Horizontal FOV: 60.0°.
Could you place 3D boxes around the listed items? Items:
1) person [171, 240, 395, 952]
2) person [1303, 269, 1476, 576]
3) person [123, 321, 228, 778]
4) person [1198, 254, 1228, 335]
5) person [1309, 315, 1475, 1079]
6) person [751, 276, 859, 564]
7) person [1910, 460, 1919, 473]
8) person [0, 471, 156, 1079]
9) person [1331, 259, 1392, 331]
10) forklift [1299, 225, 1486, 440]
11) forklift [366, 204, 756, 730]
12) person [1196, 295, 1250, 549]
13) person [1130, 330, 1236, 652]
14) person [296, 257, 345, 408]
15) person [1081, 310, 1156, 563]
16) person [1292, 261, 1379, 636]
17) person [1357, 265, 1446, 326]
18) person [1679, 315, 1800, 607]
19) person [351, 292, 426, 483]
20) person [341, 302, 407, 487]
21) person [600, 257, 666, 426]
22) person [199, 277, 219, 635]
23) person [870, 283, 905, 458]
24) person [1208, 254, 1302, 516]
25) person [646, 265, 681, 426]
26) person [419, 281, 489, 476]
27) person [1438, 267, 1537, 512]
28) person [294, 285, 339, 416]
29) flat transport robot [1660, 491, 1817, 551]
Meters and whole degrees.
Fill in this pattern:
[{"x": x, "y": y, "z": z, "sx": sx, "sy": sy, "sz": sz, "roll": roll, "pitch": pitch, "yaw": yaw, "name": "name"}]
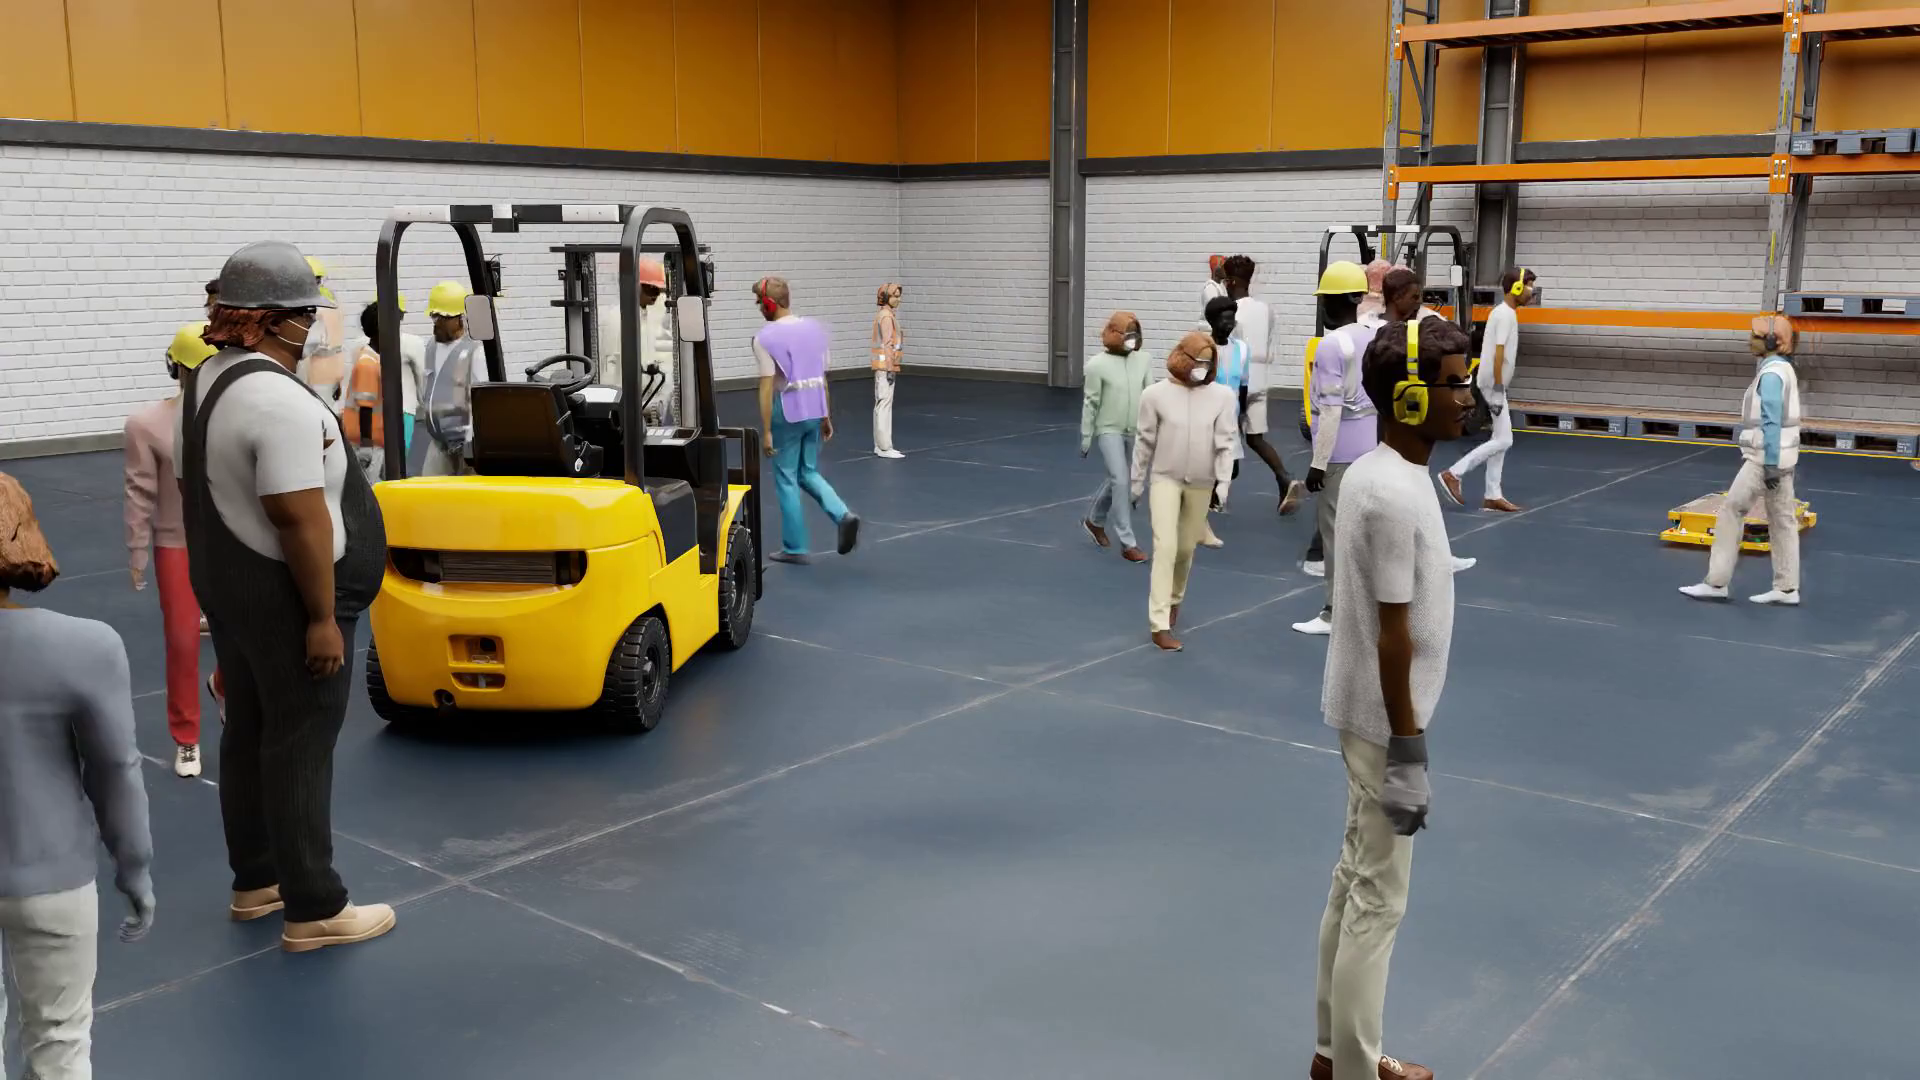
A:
[{"x": -1.947, "y": 0.150, "z": 4.865, "sx": 0.686, "sy": 2.000, "sz": 0.535, "roll": 10, "pitch": 14, "yaw": 44, "name": "person"}, {"x": 2.565, "y": -0.673, "z": 9.925, "sx": 1.030, "sy": 1.860, "sz": 0.614, "roll": 3, "pitch": 11, "yaw": 16, "name": "person"}, {"x": -2.897, "y": 0.023, "z": 6.403, "sx": 0.592, "sy": 1.734, "sz": 0.513, "roll": -6, "pitch": 12, "yaw": -31, "name": "person"}, {"x": 2.844, "y": -2.212, "z": 18.410, "sx": 0.406, "sy": 1.883, "sz": 0.598, "roll": 3, "pitch": 11, "yaw": 16, "name": "person"}, {"x": 0.986, "y": 0.433, "z": 3.769, "sx": 0.328, "sy": 1.874, "sz": 0.517, "roll": 1, "pitch": 10, "yaw": 7, "name": "person"}, {"x": -0.970, "y": -0.721, "z": 10.315, "sx": 0.618, "sy": 1.808, "sz": 0.641, "roll": 8, "pitch": 13, "yaw": 39, "name": "person"}, {"x": 8.411, "y": -1.345, "z": 13.569, "sx": 1.017, "sy": 1.890, "sz": 0.622, "roll": 8, "pitch": 13, "yaw": 38, "name": "person"}, {"x": -1.827, "y": 0.662, "z": 3.189, "sx": 0.526, "sy": 1.620, "sz": 0.362, "roll": -3, "pitch": 11, "yaw": -17, "name": "person"}, {"x": 2.887, "y": -0.981, "z": 11.530, "sx": 0.670, "sy": 1.903, "sz": 0.445, "roll": 4, "pitch": 11, "yaw": 20, "name": "person"}, {"x": 4.449, "y": -2.115, "z": 16.993, "sx": 1.214, "sy": 2.155, "sz": 2.313, "roll": 8, "pitch": 13, "yaw": 38, "name": "forklift"}, {"x": -1.766, "y": -0.406, "z": 7.525, "sx": 1.214, "sy": 2.155, "sz": 2.313, "roll": 1, "pitch": 10, "yaw": 7, "name": "forklift"}, {"x": 1.655, "y": -0.793, "z": 11.087, "sx": 0.565, "sy": 1.673, "sz": 0.507, "roll": -5, "pitch": 11, "yaw": -27, "name": "person"}, {"x": 1.130, "y": -0.279, "z": 8.504, "sx": 0.521, "sy": 1.593, "sz": 0.781, "roll": -1, "pitch": 10, "yaw": -6, "name": "person"}, {"x": -5.081, "y": -1.324, "z": 13.403, "sx": 0.693, "sy": 1.905, "sz": 0.604, "roll": 0, "pitch": 10, "yaw": 0, "name": "person"}, {"x": 0.998, "y": -0.688, "z": 10.732, "sx": 0.542, "sy": 1.597, "sz": 0.796, "roll": -6, "pitch": 12, "yaw": -30, "name": "person"}, {"x": 1.955, "y": -0.464, "z": 8.582, "sx": 0.370, "sy": 1.925, "sz": 0.594, "roll": 8, "pitch": 13, "yaw": 37, "name": "person"}, {"x": 2.915, "y": -0.890, "z": 11.096, "sx": 0.651, "sy": 1.882, "sz": 0.868, "roll": 3, "pitch": 11, "yaw": 16, "name": "person"}, {"x": 4.398, "y": -0.442, "z": 9.296, "sx": 0.713, "sy": 1.610, "sz": 0.541, "roll": 7, "pitch": 12, "yaw": 34, "name": "person"}, {"x": -3.961, "y": -0.877, "z": 11.474, "sx": 0.503, "sy": 1.710, "sz": 0.944, "roll": 2, "pitch": 10, "yaw": 10, "name": "person"}, {"x": -3.524, "y": -0.594, "z": 10.011, "sx": 0.478, "sy": 1.672, "sz": 0.549, "roll": -1, "pitch": 10, "yaw": -7, "name": "person"}, {"x": -2.353, "y": -1.000, "z": 11.573, "sx": 1.042, "sy": 1.928, "sz": 0.640, "roll": 2, "pitch": 10, "yaw": 10, "name": "person"}, {"x": -3.784, "y": -0.423, "z": 8.590, "sx": 0.567, "sy": 1.836, "sz": 0.843, "roll": 10, "pitch": 14, "yaw": 43, "name": "person"}, {"x": -0.684, "y": -1.587, "z": 15.614, "sx": 0.315, "sy": 1.636, "sz": 0.515, "roll": -1, "pitch": 10, "yaw": -7, "name": "person"}, {"x": 2.118, "y": -1.124, "z": 12.211, "sx": 0.589, "sy": 1.942, "sz": 0.837, "roll": -6, "pitch": 12, "yaw": -32, "name": "person"}, {"x": -2.809, "y": -1.798, "z": 16.347, "sx": 0.625, "sy": 1.785, "sz": 0.911, "roll": 6, "pitch": 12, "yaw": 31, "name": "person"}, {"x": -2.895, "y": -0.574, "z": 9.537, "sx": 0.602, "sy": 1.799, "sz": 0.523, "roll": 8, "pitch": 13, "yaw": 36, "name": "person"}, {"x": 3.978, "y": -1.119, "z": 12.465, "sx": 0.573, "sy": 1.839, "sz": 0.595, "roll": 3, "pitch": 11, "yaw": 17, "name": "person"}, {"x": -6.304, "y": -1.790, "z": 16.164, "sx": 0.429, "sy": 1.846, "sz": 0.633, "roll": 3, "pitch": 11, "yaw": 18, "name": "person"}, {"x": 5.356, "y": -0.143, "z": 11.397, "sx": 0.652, "sy": 0.197, "sz": 1.431, "roll": 8, "pitch": 13, "yaw": 38, "name": "flat transport robot"}]
